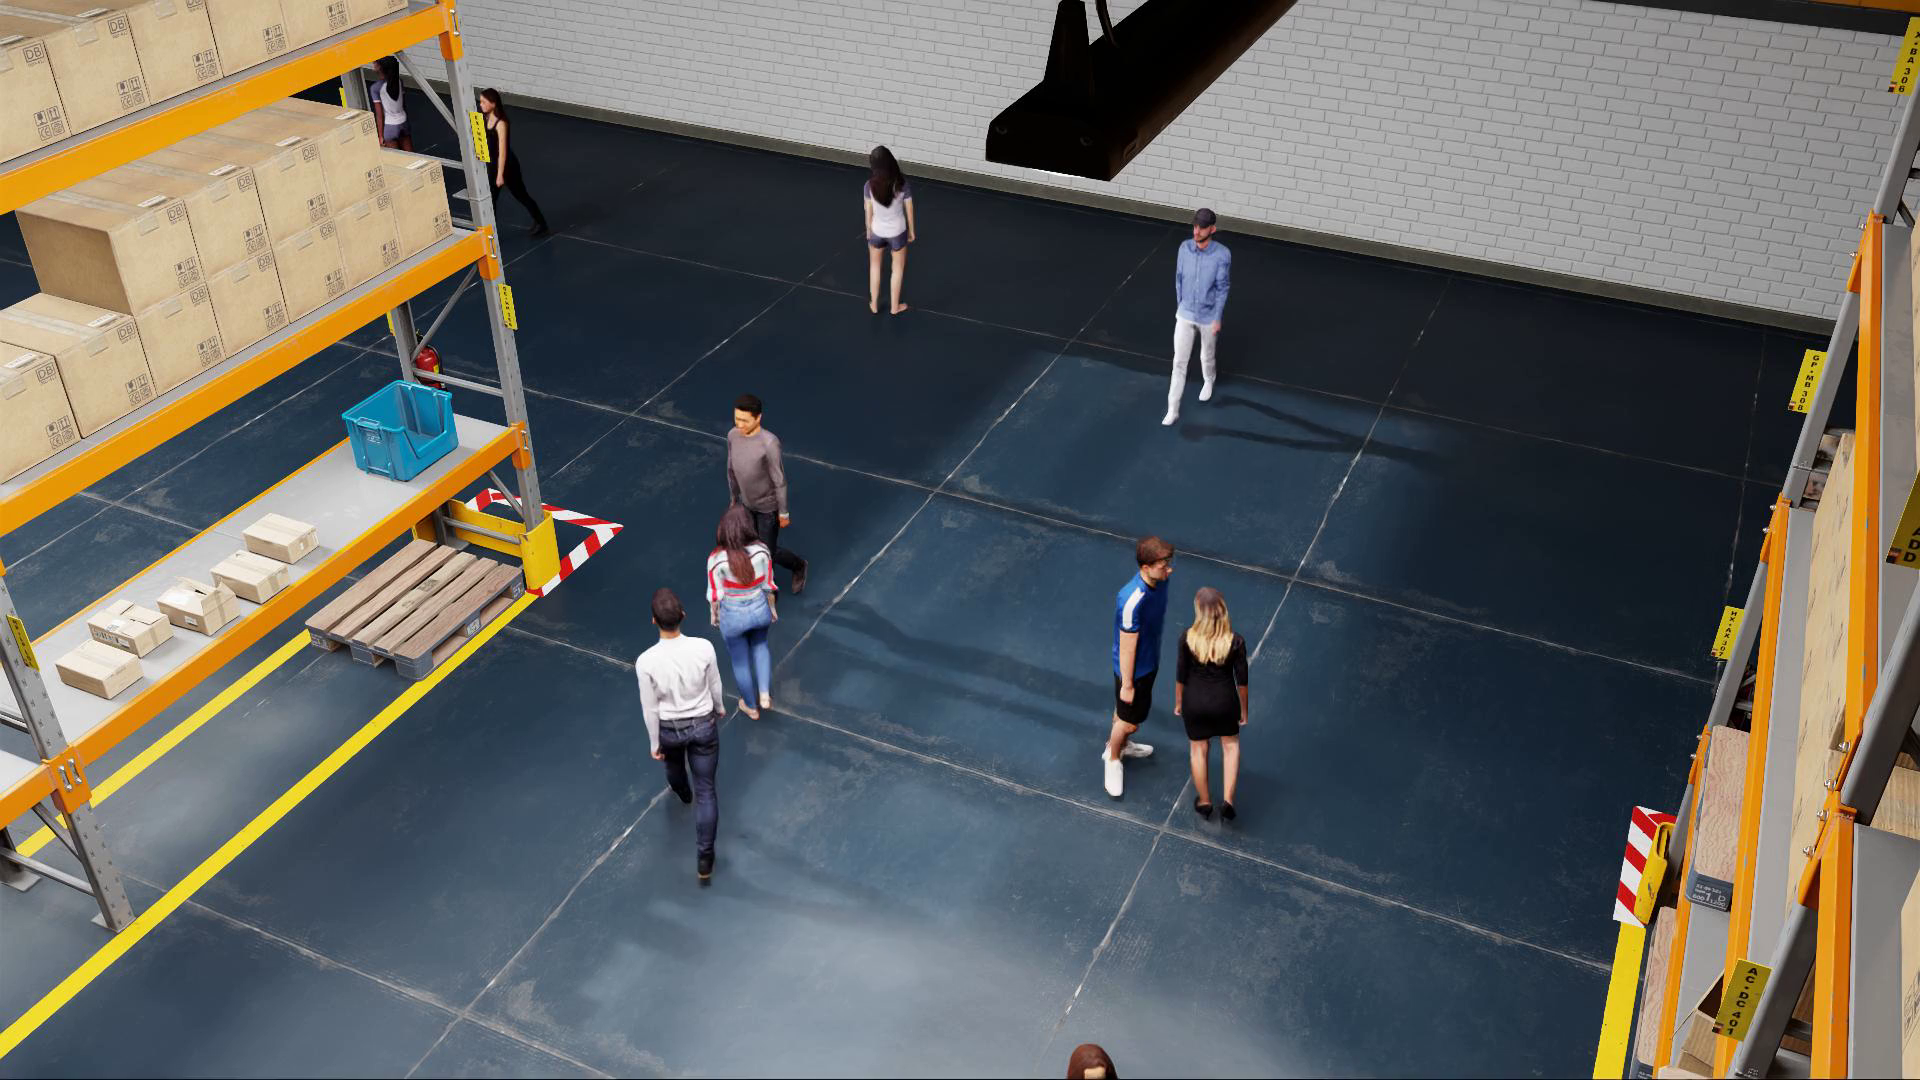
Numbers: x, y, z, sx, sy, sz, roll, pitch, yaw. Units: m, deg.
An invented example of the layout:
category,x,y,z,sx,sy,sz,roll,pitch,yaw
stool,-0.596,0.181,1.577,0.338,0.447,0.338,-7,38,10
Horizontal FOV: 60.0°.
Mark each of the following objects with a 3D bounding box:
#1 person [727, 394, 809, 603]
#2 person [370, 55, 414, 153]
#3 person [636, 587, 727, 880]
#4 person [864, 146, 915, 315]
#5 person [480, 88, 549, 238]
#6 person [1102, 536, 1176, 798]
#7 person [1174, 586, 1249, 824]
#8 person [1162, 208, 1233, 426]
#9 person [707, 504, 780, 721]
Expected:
category,x,y,z,sx,sy,sz,roll,pitch,yaw
person,-1.348,-0.295,11.885,0.830,1.758,0.896,23,40,31
person,-6.192,-4.482,18.219,0.671,1.720,0.488,16,37,23
person,-1.571,1.159,9.640,1.128,1.821,1.273,-7,34,-10
person,-0.686,-2.963,15.948,0.688,1.704,0.657,11,35,15
person,-4.685,-3.880,17.384,1.197,1.642,0.963,-21,39,-29
person,1.075,0.727,10.270,0.758,1.845,0.556,9,35,13
person,1.511,1.029,9.980,0.690,1.662,0.704,9,35,14
person,2.105,-1.965,14.320,0.668,1.845,1.136,14,36,20
person,-1.364,0.527,10.787,0.735,1.605,0.804,-16,37,-22
